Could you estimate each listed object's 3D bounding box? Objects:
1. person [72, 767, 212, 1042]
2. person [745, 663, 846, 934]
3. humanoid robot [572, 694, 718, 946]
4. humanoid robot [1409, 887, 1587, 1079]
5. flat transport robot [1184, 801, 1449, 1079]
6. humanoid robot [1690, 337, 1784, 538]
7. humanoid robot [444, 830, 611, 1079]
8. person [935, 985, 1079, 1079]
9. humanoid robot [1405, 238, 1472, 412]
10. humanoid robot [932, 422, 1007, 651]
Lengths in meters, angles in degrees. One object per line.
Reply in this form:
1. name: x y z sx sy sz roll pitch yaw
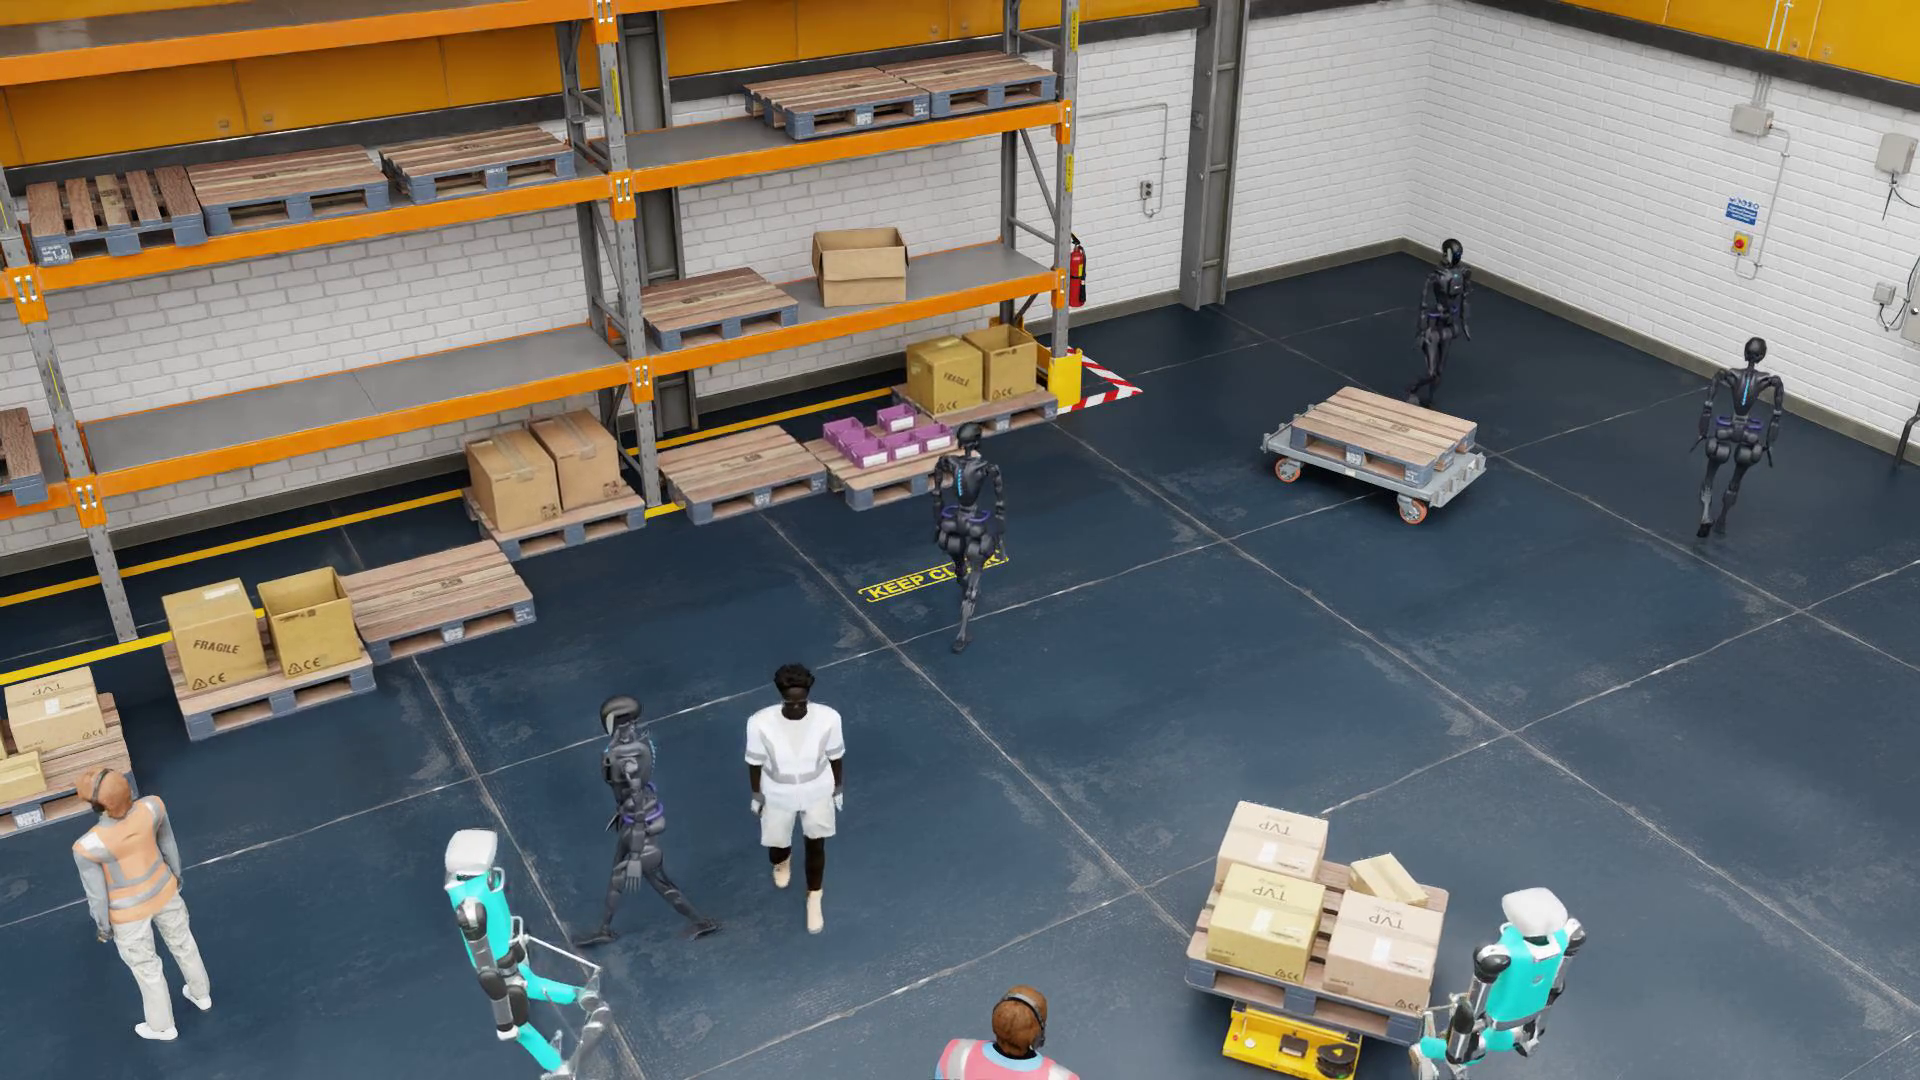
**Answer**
1. person: -4.112 1.817 8.356 0.304 1.645 0.522 14 32 23
2. person: -0.887 1.370 9.097 0.546 1.685 0.437 -5 30 -9
3. humanoid robot: -1.737 1.542 8.871 0.792 1.632 0.601 -10 31 -18
4. humanoid robot: 2.351 2.160 7.612 0.533 1.738 0.743 -11 31 -19
5. flat transport robot: 1.899 2.297 8.909 0.659 0.231 1.431 11 31 19
6. humanoid robot: 6.018 -0.759 12.890 0.609 1.633 0.538 12 32 20
7. humanoid robot: -1.957 2.087 7.809 0.826 1.797 0.541 -6 30 -10
8. person: 0.215 2.565 6.853 0.628 1.836 0.431 10 31 17
9. humanoid robot: 4.328 -1.921 14.947 0.588 1.648 0.341 -14 32 -23
10. humanoid robot: 0.067 -0.083 11.727 0.590 1.622 0.770 12 32 20
